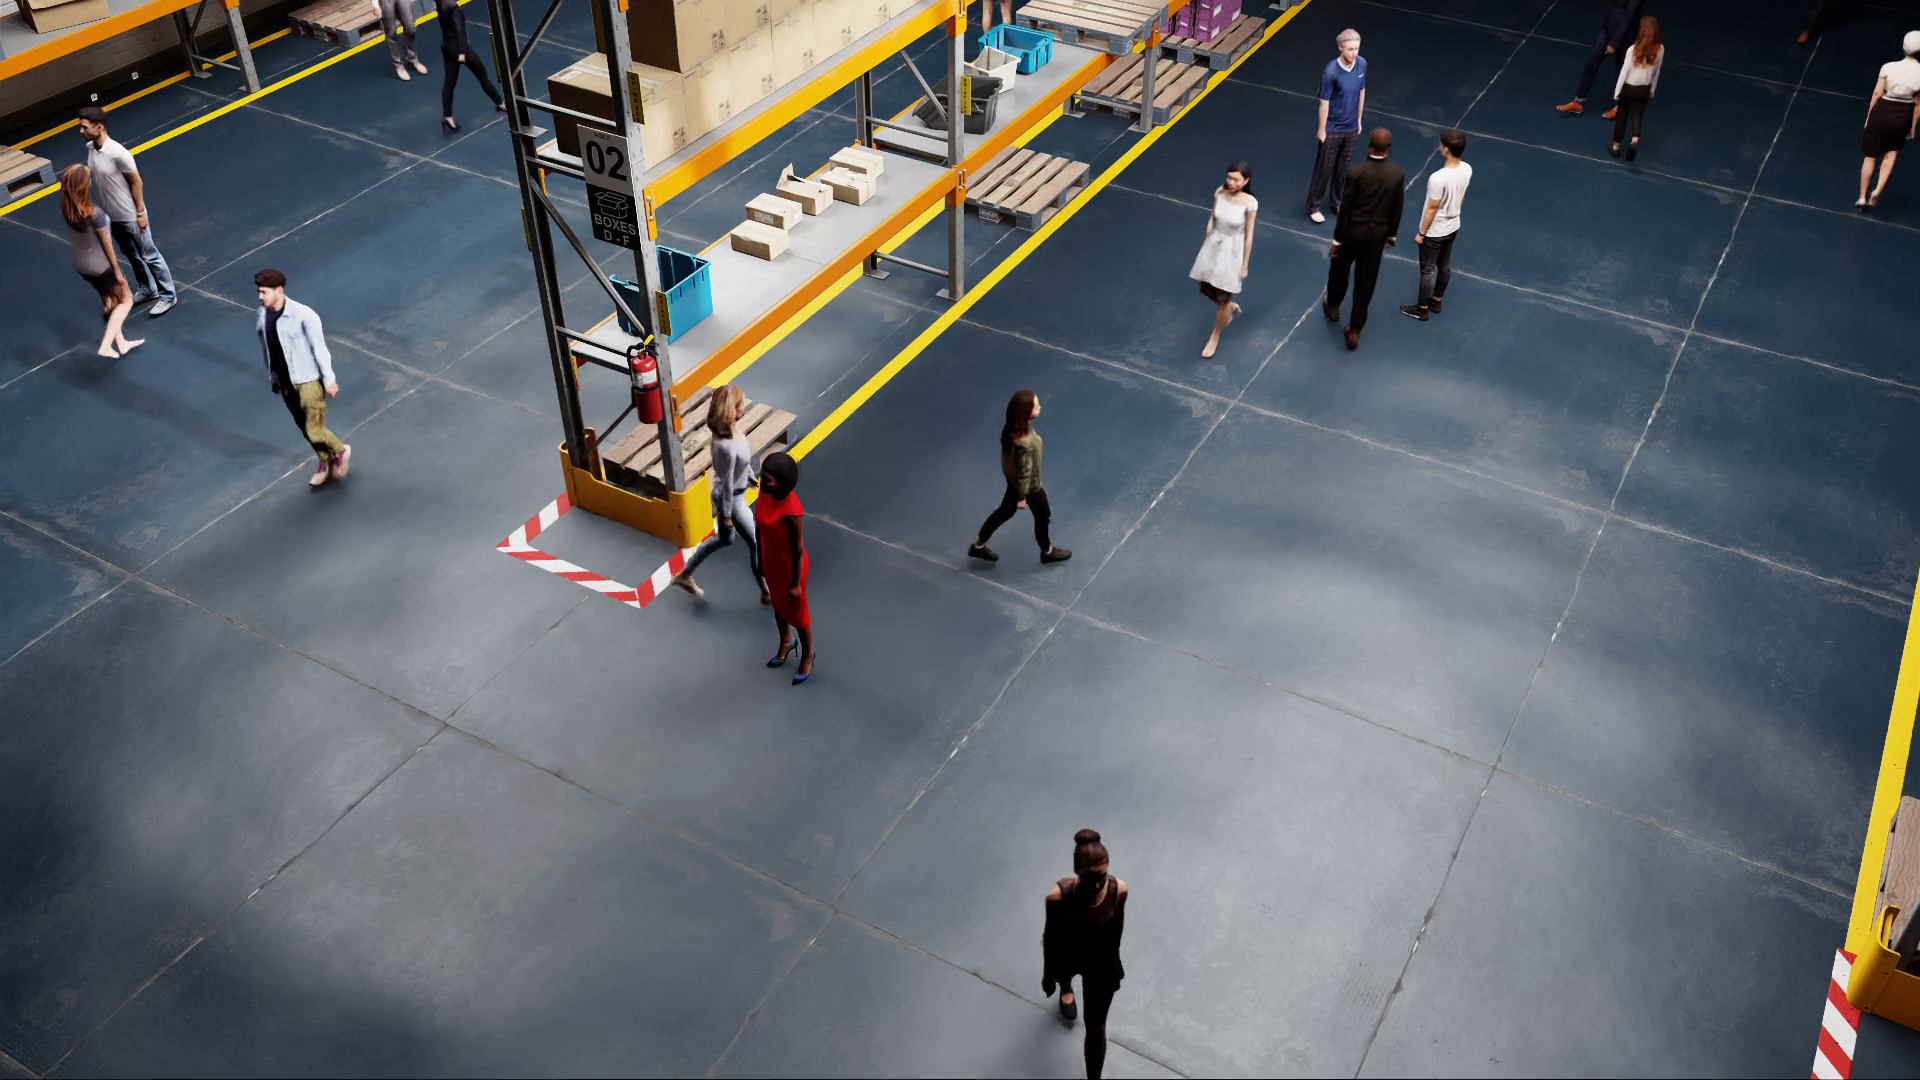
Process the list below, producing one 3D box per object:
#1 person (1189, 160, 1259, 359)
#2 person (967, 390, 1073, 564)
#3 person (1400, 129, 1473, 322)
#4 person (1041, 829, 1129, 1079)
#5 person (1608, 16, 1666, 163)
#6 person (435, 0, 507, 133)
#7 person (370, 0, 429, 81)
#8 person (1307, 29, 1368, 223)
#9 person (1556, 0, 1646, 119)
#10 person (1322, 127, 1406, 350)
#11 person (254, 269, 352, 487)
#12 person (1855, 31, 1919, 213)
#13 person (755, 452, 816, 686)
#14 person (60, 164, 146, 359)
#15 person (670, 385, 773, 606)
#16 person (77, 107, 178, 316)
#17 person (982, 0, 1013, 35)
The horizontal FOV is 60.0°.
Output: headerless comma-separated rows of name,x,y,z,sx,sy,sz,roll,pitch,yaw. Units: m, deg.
person,2.230,-2.341,13.712,0.720,1.764,0.832,27,46,30
person,0.362,-0.394,11.529,1.022,1.445,0.997,-6,39,-8
person,4.099,-2.689,14.185,0.604,1.717,0.754,-26,45,-29
person,0.597,2.029,8.356,1.001,1.621,1.186,-3,39,-3
person,6.775,-4.472,16.613,0.759,1.474,0.894,1,39,2
person,-5.243,-4.999,17.121,1.101,1.664,0.782,-31,48,-32
person,-6.239,-5.969,18.138,0.838,1.910,0.728,23,44,27
person,3.530,-3.883,15.561,0.692,1.866,0.804,-17,42,-21
person,6.956,-5.259,17.348,1.136,1.785,1.056,-13,40,-15
person,3.351,-2.458,13.770,1.030,1.876,1.166,1,39,1
person,-4.805,-1.221,12.281,0.728,1.800,0.693,15,41,18
person,8.739,-3.880,15.656,0.671,1.742,0.727,17,41,20
person,-1.109,0.174,10.579,0.589,1.744,0.619,-30,47,-32
person,-7.110,-2.205,13.585,0.660,1.710,0.736,16,41,19
person,-1.613,-0.257,11.102,1.104,1.765,1.085,-6,39,-7
person,-7.154,-2.826,14.240,0.666,1.864,0.526,20,43,24
person,0.425,-6.366,18.911,0.625,1.565,0.619,7,39,9
